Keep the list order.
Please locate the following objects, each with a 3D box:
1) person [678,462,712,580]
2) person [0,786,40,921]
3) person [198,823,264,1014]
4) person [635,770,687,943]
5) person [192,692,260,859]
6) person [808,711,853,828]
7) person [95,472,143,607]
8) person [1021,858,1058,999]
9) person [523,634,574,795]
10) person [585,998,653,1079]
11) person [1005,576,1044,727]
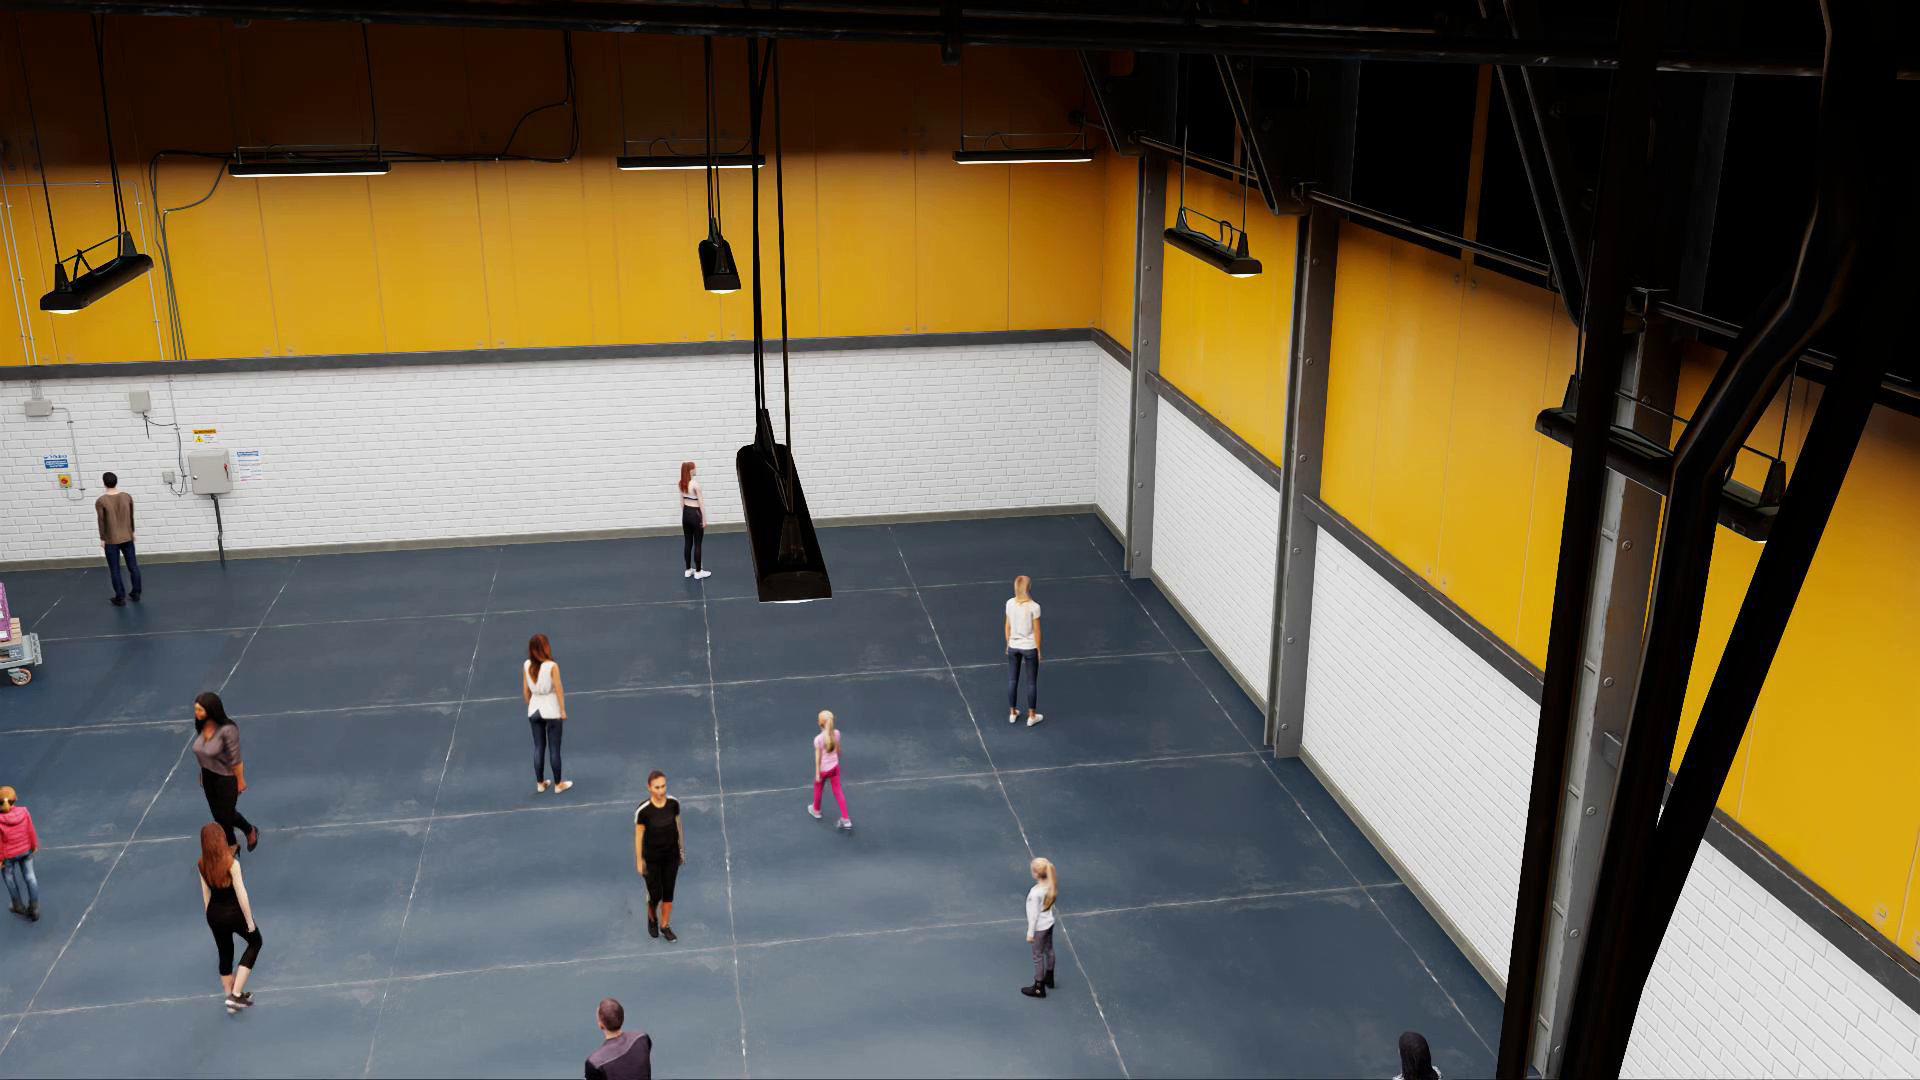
[{"bbox_3d":[-3.880,-0.298,24.078,0.663,1.740,0.721,12,22,32],"label":"person"},{"bbox_3d":[-8.635,2.899,15.265,0.723,1.306,0.664,17,25,41],"label":"person"},{"bbox_3d":[-6.126,3.178,13.792,0.717,1.718,0.775,5,19,14],"label":"person"},{"bbox_3d":[-2.739,2.811,14.970,0.690,1.661,0.716,-12,22,-32],"label":"person"},{"bbox_3d":[-7.111,2.306,16.212,0.828,1.826,0.883,8,20,23],"label":"person"},{"bbox_3d":[-1.305,2.352,16.973,0.766,1.253,0.967,-14,23,-35],"label":"person"},{"bbox_3d":[-11.658,-0.029,23.047,0.790,1.889,0.744,15,23,37],"label":"person"},{"bbox_3d":[0.703,3.283,14.166,0.641,1.279,0.579,12,22,32],"label":"person"},{"bbox_3d":[-4.412,1.844,17.650,0.674,1.784,0.668,5,19,15],"label":"person"},{"bbox_3d":[-2.216,3.971,11.307,1.041,1.801,1.275,-14,23,-36],"label":"person"},{"bbox_3d":[0.730,1.277,19.295,0.671,1.808,0.696,9,20,24],"label":"person"}]
